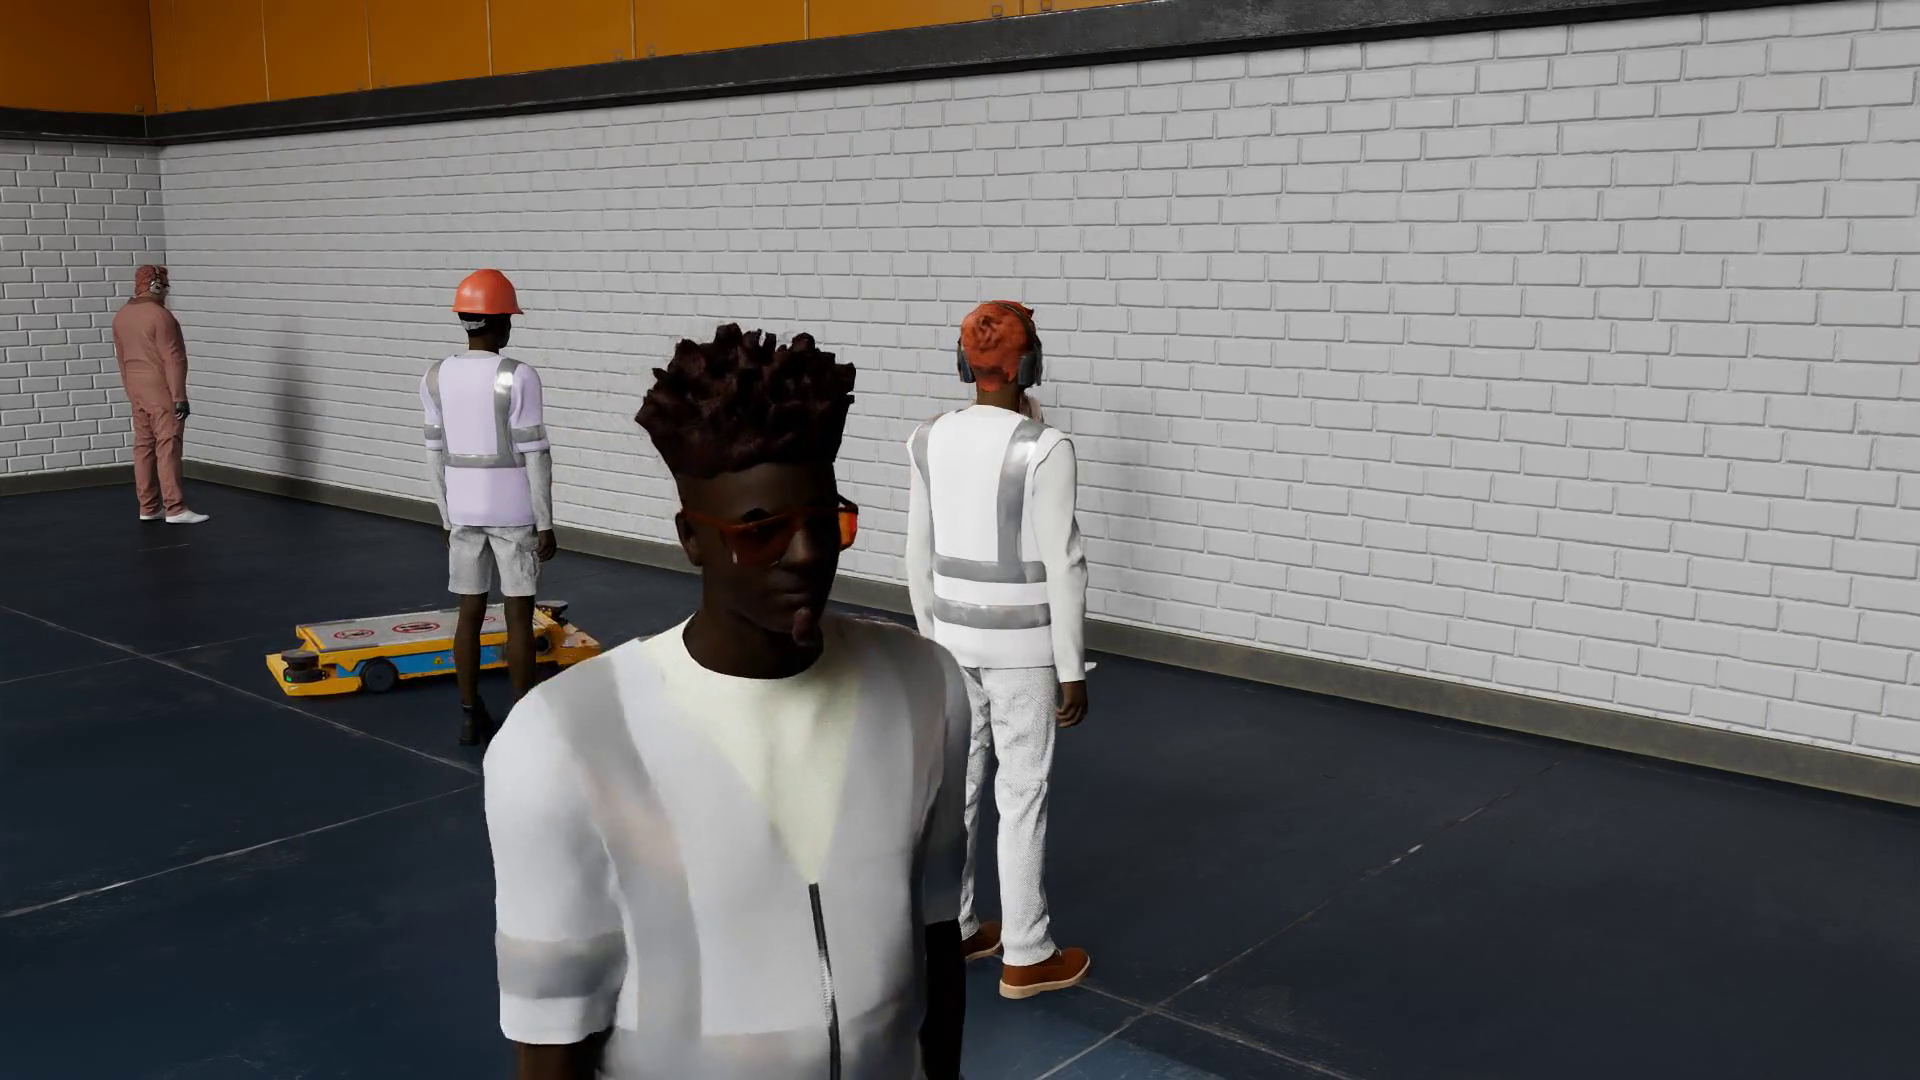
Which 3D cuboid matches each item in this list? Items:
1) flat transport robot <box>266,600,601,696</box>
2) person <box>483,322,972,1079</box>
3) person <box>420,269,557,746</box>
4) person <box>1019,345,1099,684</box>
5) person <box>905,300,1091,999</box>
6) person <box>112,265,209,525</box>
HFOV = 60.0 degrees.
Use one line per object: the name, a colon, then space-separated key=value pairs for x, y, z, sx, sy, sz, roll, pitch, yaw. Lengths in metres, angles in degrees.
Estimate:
flat transport robot: x=-2.517 y=0.500 z=7.969 sx=1.431 sy=0.197 sz=0.652 roll=-6 pitch=11 yaw=-29
person: x=-0.239 y=0.725 z=1.939 sx=0.607 sy=1.946 sz=0.550 roll=-6 pitch=12 yaw=-32
person: x=-1.873 y=-0.113 z=6.715 sx=0.544 sy=1.939 sz=0.354 roll=3 pitch=10 yaw=17
person: x=0.323 y=-0.128 z=7.732 sx=0.824 sy=1.595 sz=0.545 roll=5 pitch=11 yaw=28
person: x=0.112 y=0.299 z=4.522 sx=0.584 sy=1.884 sz=0.349 roll=9 pitch=13 yaw=41
person: x=-5.880 y=-1.063 z=12.232 sx=0.636 sy=1.903 sz=0.406 roll=6 pitch=12 yaw=30
